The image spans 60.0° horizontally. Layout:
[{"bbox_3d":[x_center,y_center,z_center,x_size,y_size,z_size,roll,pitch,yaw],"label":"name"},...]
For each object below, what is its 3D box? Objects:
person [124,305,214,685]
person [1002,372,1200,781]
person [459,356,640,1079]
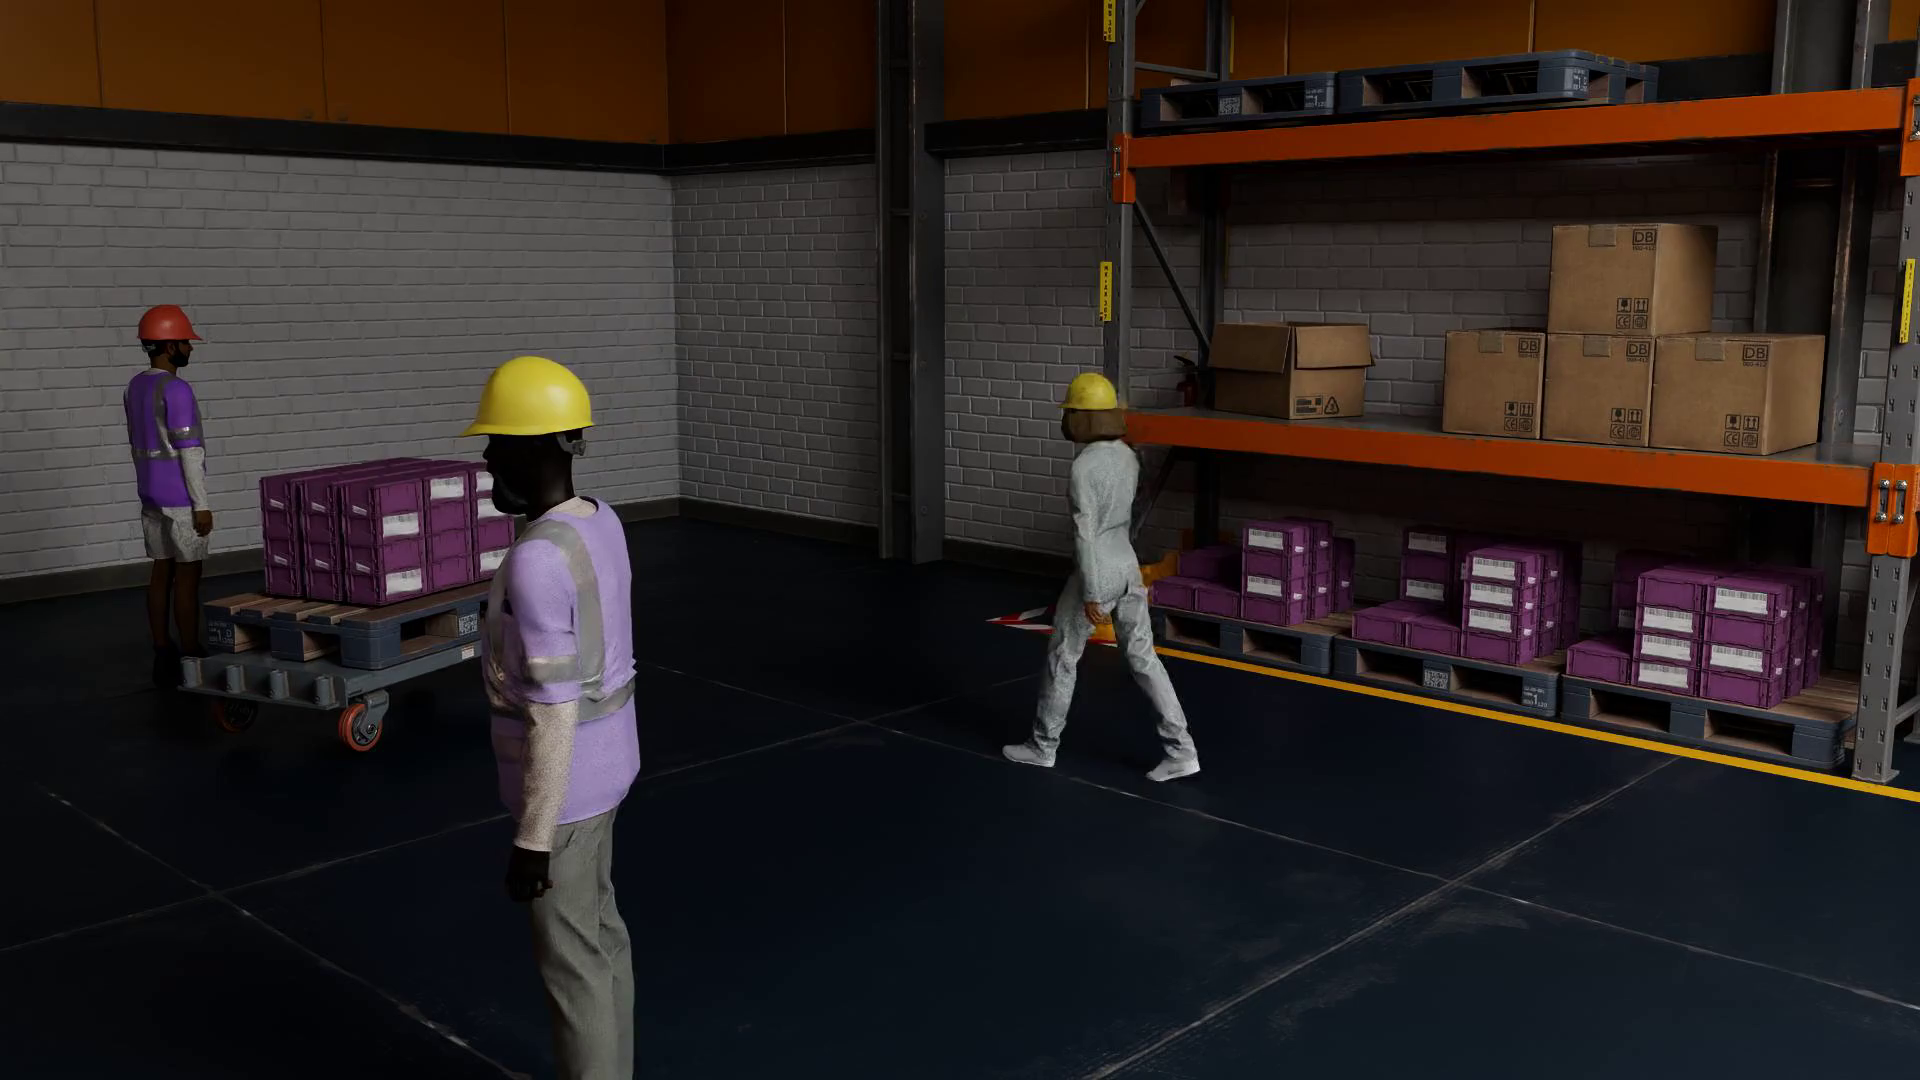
[{"bbox_3d":[-4.011,-0.228,8.524,0.544,1.938,0.354,7,11,35],"label":"person"},{"bbox_3d":[0.619,0.157,6.899,0.885,1.701,0.490,8,12,39],"label":"person"},{"bbox_3d":[-0.922,0.549,3.794,0.366,1.926,0.594,0,9,-1],"label":"person"}]
